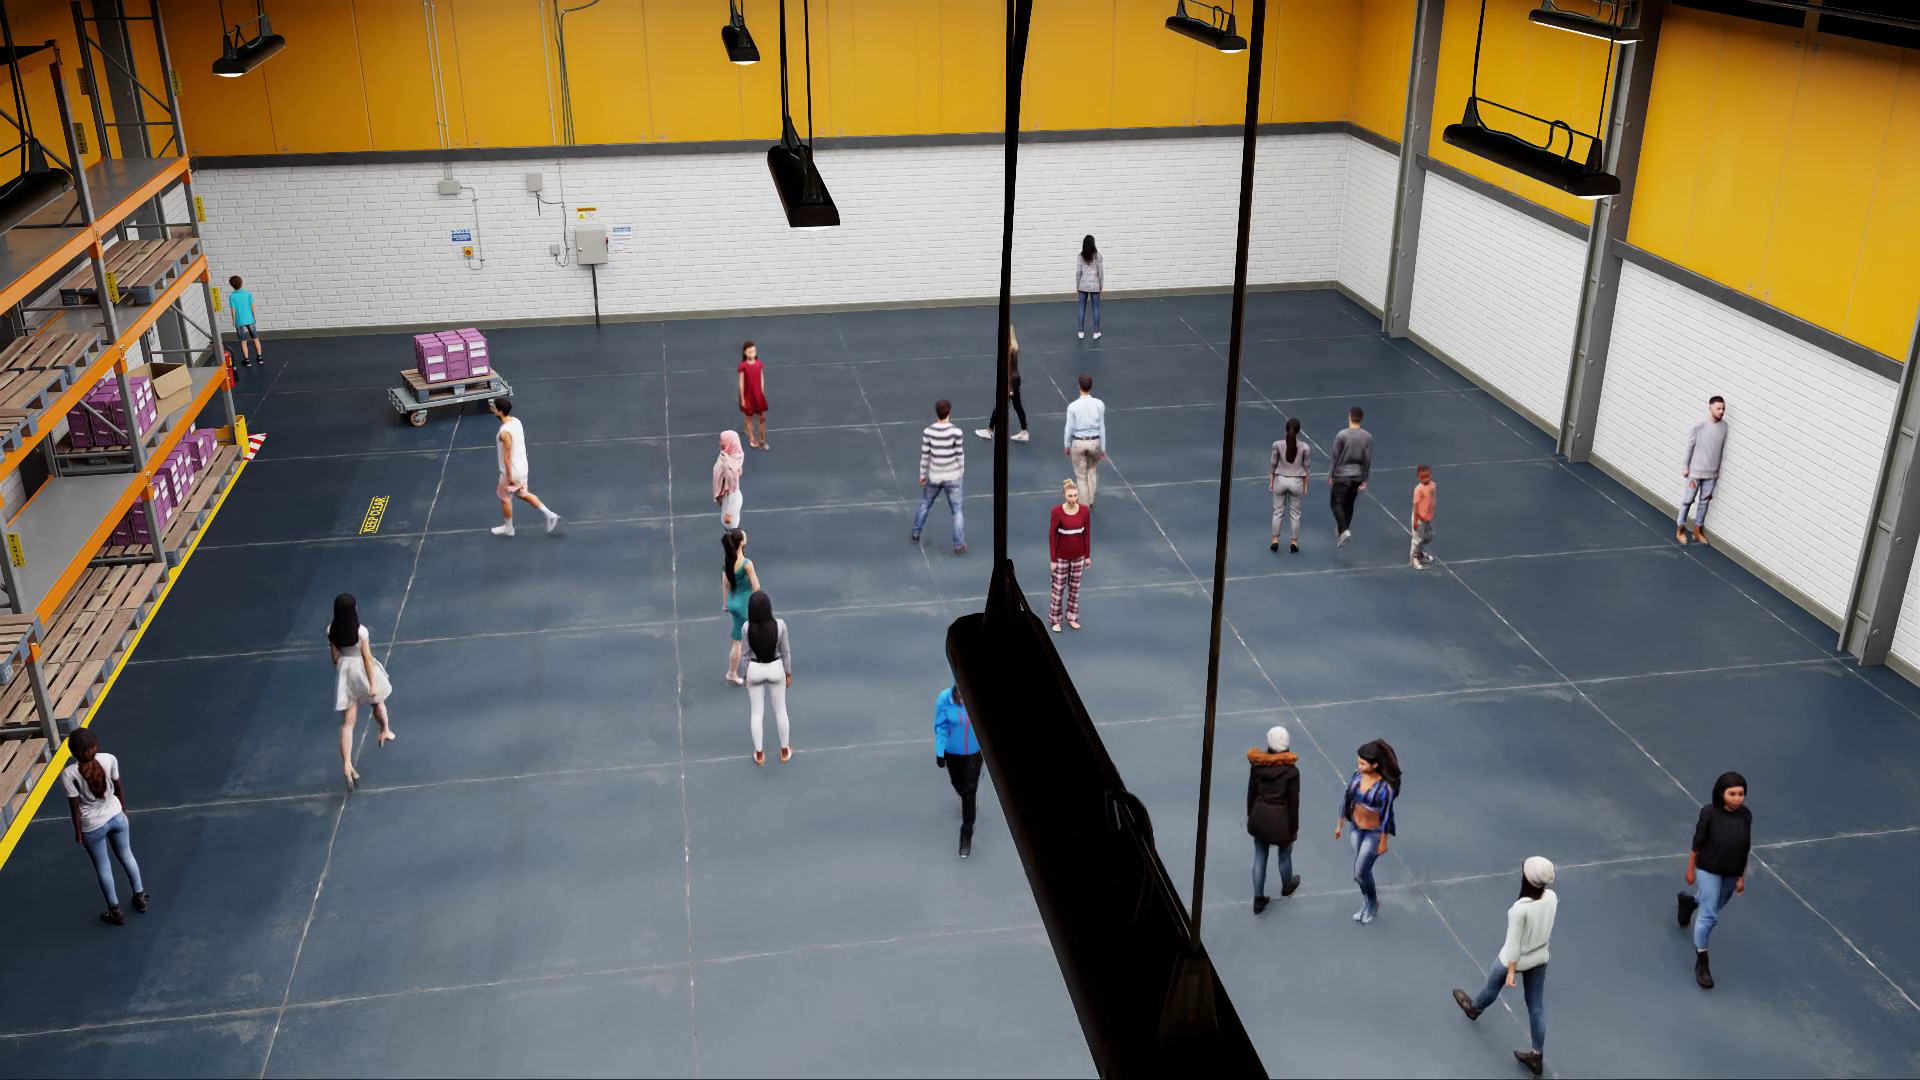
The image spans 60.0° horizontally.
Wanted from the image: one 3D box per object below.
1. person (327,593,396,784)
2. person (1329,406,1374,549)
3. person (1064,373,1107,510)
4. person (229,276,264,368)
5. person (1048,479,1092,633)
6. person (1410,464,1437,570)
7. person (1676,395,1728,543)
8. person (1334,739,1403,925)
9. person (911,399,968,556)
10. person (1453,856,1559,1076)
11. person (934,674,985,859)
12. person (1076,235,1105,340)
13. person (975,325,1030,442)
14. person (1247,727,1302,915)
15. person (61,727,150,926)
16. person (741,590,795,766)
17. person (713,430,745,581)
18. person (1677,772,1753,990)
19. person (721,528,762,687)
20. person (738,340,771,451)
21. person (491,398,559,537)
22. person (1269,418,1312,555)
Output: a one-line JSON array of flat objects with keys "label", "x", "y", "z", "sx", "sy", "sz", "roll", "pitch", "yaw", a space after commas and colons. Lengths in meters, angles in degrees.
[{"label": "person", "x": -5.486, "y": 1.359, "z": 15.016, "sx": 0.864, "sy": 1.719, "sz": 1.269, "roll": 3, "pitch": 24, "yaw": 7}, {"label": "person", "x": 4.616, "y": -0.710, "z": 19.720, "sx": 0.680, "sy": 1.743, "sz": 0.943, "roll": -1, "pitch": 24, "yaw": -2}, {"label": "person", "x": 1.572, "y": -1.125, "z": 20.564, "sx": 0.640, "sy": 1.826, "sz": 0.687, "roll": -4, "pitch": 24, "yaw": -10}, {"label": "person", "x": -11.392, "y": -3.504, "z": 26.480, "sx": 0.591, "sy": 1.448, "sz": 0.612, "roll": -19, "pitch": 30, "yaw": -37}, {"label": "person", "x": 1.161, "y": 0.162, "z": 17.784, "sx": 0.637, "sy": 1.696, "sz": 0.524, "roll": -7, "pitch": 24, "yaw": -15}, {"label": "person", "x": 5.379, "y": -0.286, "z": 19.312, "sx": 0.686, "sy": 1.293, "sz": 0.680, "roll": -20, "pitch": 30, "yaw": -38}, {"label": "person", "x": 8.920, "y": -0.874, "z": 19.975, "sx": 0.714, "sy": 1.839, "sz": 0.632, "roll": 0, "pitch": 24, "yaw": 0}, {"label": "person", "x": 3.254, "y": 2.277, "z": 13.056, "sx": 0.779, "sy": 1.607, "sz": 0.662, "roll": -15, "pitch": 28, "yaw": -31}, {"label": "person", "x": -0.226, "y": -0.740, "z": 19.712, "sx": 1.037, "sy": 1.804, "sz": 0.976, "roll": 5, "pitch": 24, "yaw": 12}, {"label": "person", "x": 3.966, "y": 2.951, "z": 11.521, "sx": 0.790, "sy": 1.601, "sz": 1.143, "roll": -11, "pitch": 26, "yaw": -23}, {"label": "person", "x": 0.038, "y": 1.749, "z": 14.075, "sx": 0.806, "sy": 1.760, "sz": 1.180, "roll": 0, "pitch": 24, "yaw": 0}, {"label": "person", "x": 2.158, "y": -4.240, "z": 27.808, "sx": 0.678, "sy": 1.732, "sz": 0.656, "roll": 5, "pitch": 24, "yaw": 11}, {"label": "person", "x": 0.781, "y": -2.149, "z": 23.106, "sx": 0.955, "sy": 1.667, "sz": 1.017, "roll": 8, "pitch": 25, "yaw": 18}, {"label": "person", "x": 2.440, "y": 2.236, "z": 13.129, "sx": 0.899, "sy": 1.623, "sz": 0.963, "roll": 15, "pitch": 28, "yaw": 31}, {"label": "person", "x": -6.721, "y": 2.223, "z": 13.040, "sx": 0.724, "sy": 1.719, "sz": 0.665, "roll": 16, "pitch": 28, "yaw": 32}, {"label": "person", "x": -1.781, "y": 1.251, "z": 15.260, "sx": 0.605, "sy": 1.722, "sz": 0.510, "roll": -3, "pitch": 24, "yaw": -6}, {"label": "person", "x": -2.599, "y": -0.400, "z": 18.934, "sx": 0.723, "sy": 1.804, "sz": 0.580, "roll": -1, "pitch": 24, "yaw": -1}, {"label": "person", "x": 5.683, "y": 2.467, "z": 12.538, "sx": 0.676, "sy": 1.675, "sz": 1.103, "roll": 0, "pitch": 24, "yaw": 0}, {"label": "person", "x": -2.244, "y": 0.703, "z": 16.589, "sx": 0.860, "sy": 1.662, "sz": 0.879, "roll": 21, "pitch": 32, "yaw": 40}, {"label": "person", "x": -2.903, "y": -2.023, "z": 22.985, "sx": 0.658, "sy": 1.533, "sz": 0.796, "roll": -11, "pitch": 26, "yaw": -24}, {"label": "person", "x": -5.295, "y": -0.858, "z": 20.028, "sx": 0.950, "sy": 1.766, "sz": 1.093, "roll": 4, "pitch": 24, "yaw": 9}, {"label": "person", "x": 3.879, "y": -0.637, "z": 19.635, "sx": 0.712, "sy": 1.678, "sz": 0.727, "roll": 6, "pitch": 24, "yaw": 14}]
